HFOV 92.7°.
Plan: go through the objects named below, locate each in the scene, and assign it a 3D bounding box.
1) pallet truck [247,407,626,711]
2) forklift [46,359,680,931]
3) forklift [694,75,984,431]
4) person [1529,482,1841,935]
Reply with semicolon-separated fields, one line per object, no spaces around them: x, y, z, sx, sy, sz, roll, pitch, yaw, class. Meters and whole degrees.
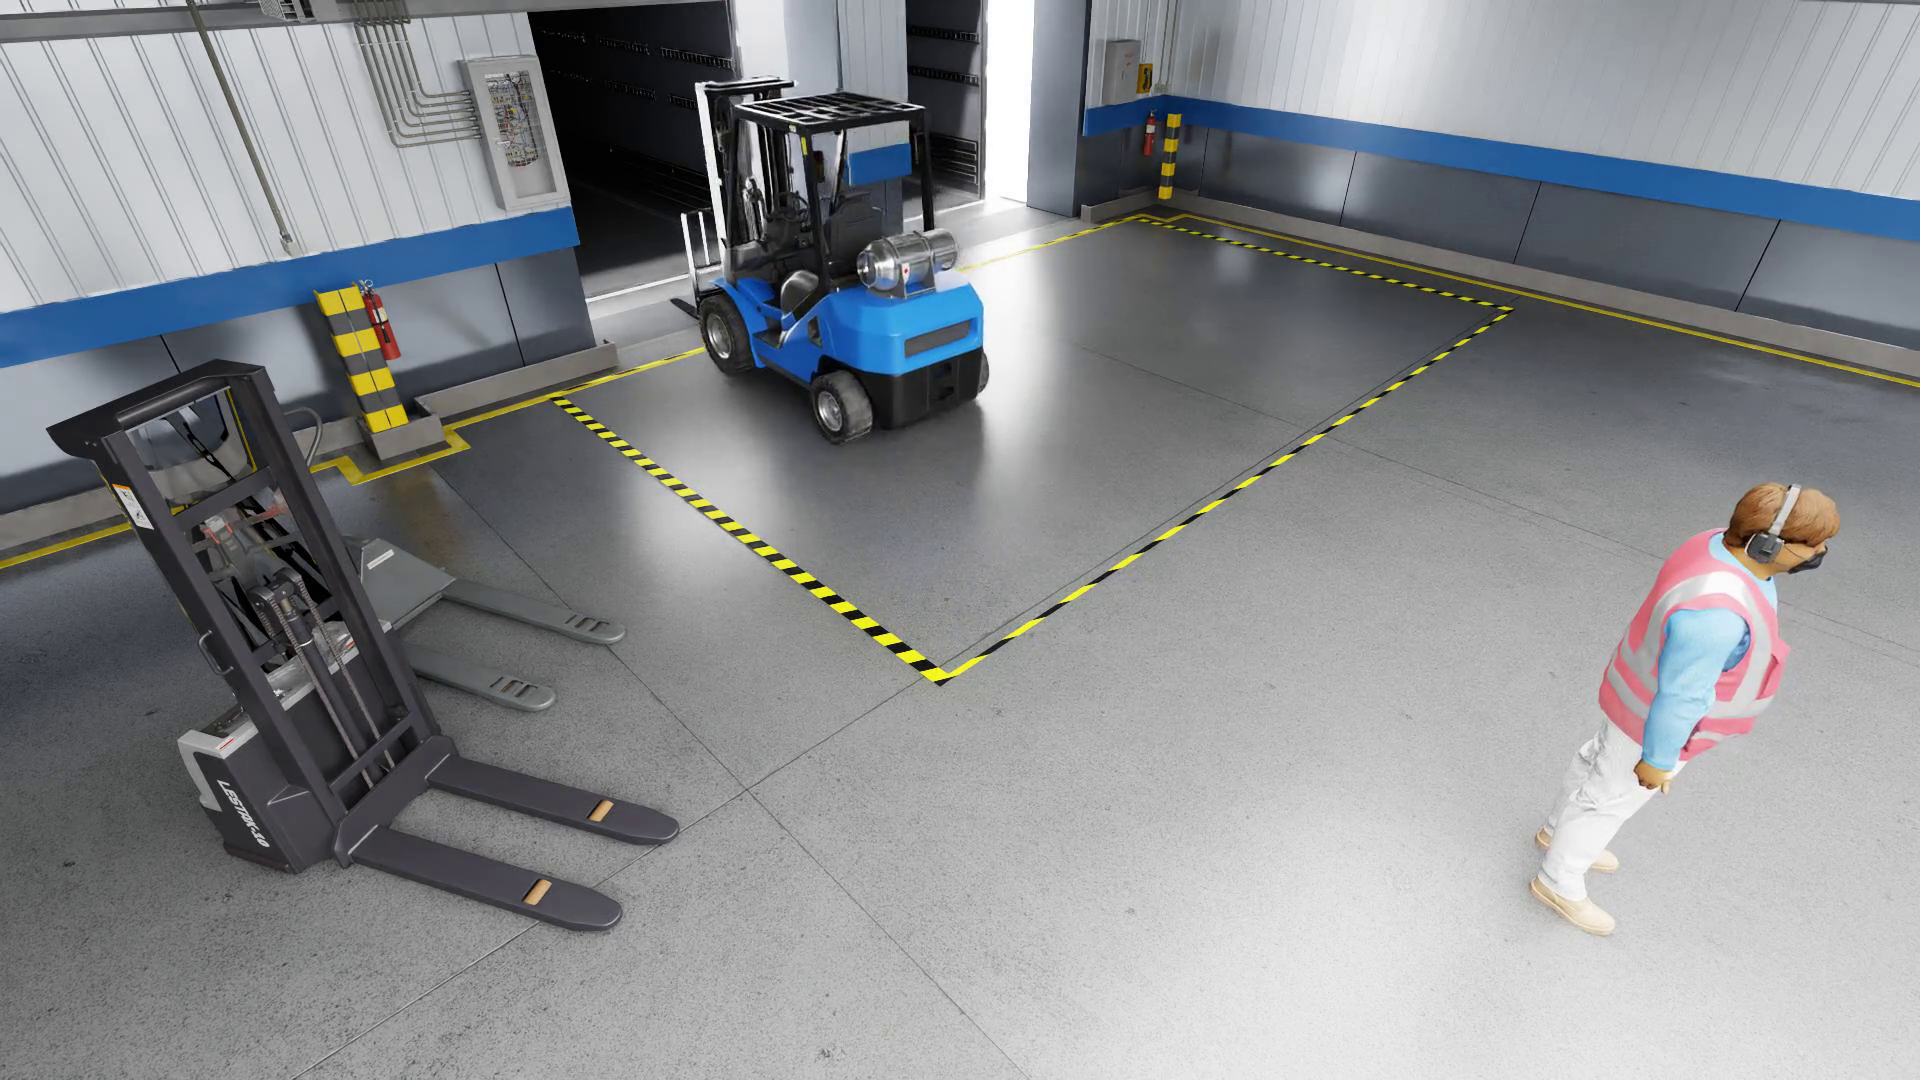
-2.628;0.038;4.590;1.601;1.201;0.680;12;36;18;pallet truck
-2.135;0.422;3.354;1.885;1.965;0.823;10;35;14;forklift
-1.002;-2.281;7.007;1.157;2.036;2.680;-26;42;-33;forklift
2.472;0.612;3.212;0.431;1.844;0.619;22;40;29;person
